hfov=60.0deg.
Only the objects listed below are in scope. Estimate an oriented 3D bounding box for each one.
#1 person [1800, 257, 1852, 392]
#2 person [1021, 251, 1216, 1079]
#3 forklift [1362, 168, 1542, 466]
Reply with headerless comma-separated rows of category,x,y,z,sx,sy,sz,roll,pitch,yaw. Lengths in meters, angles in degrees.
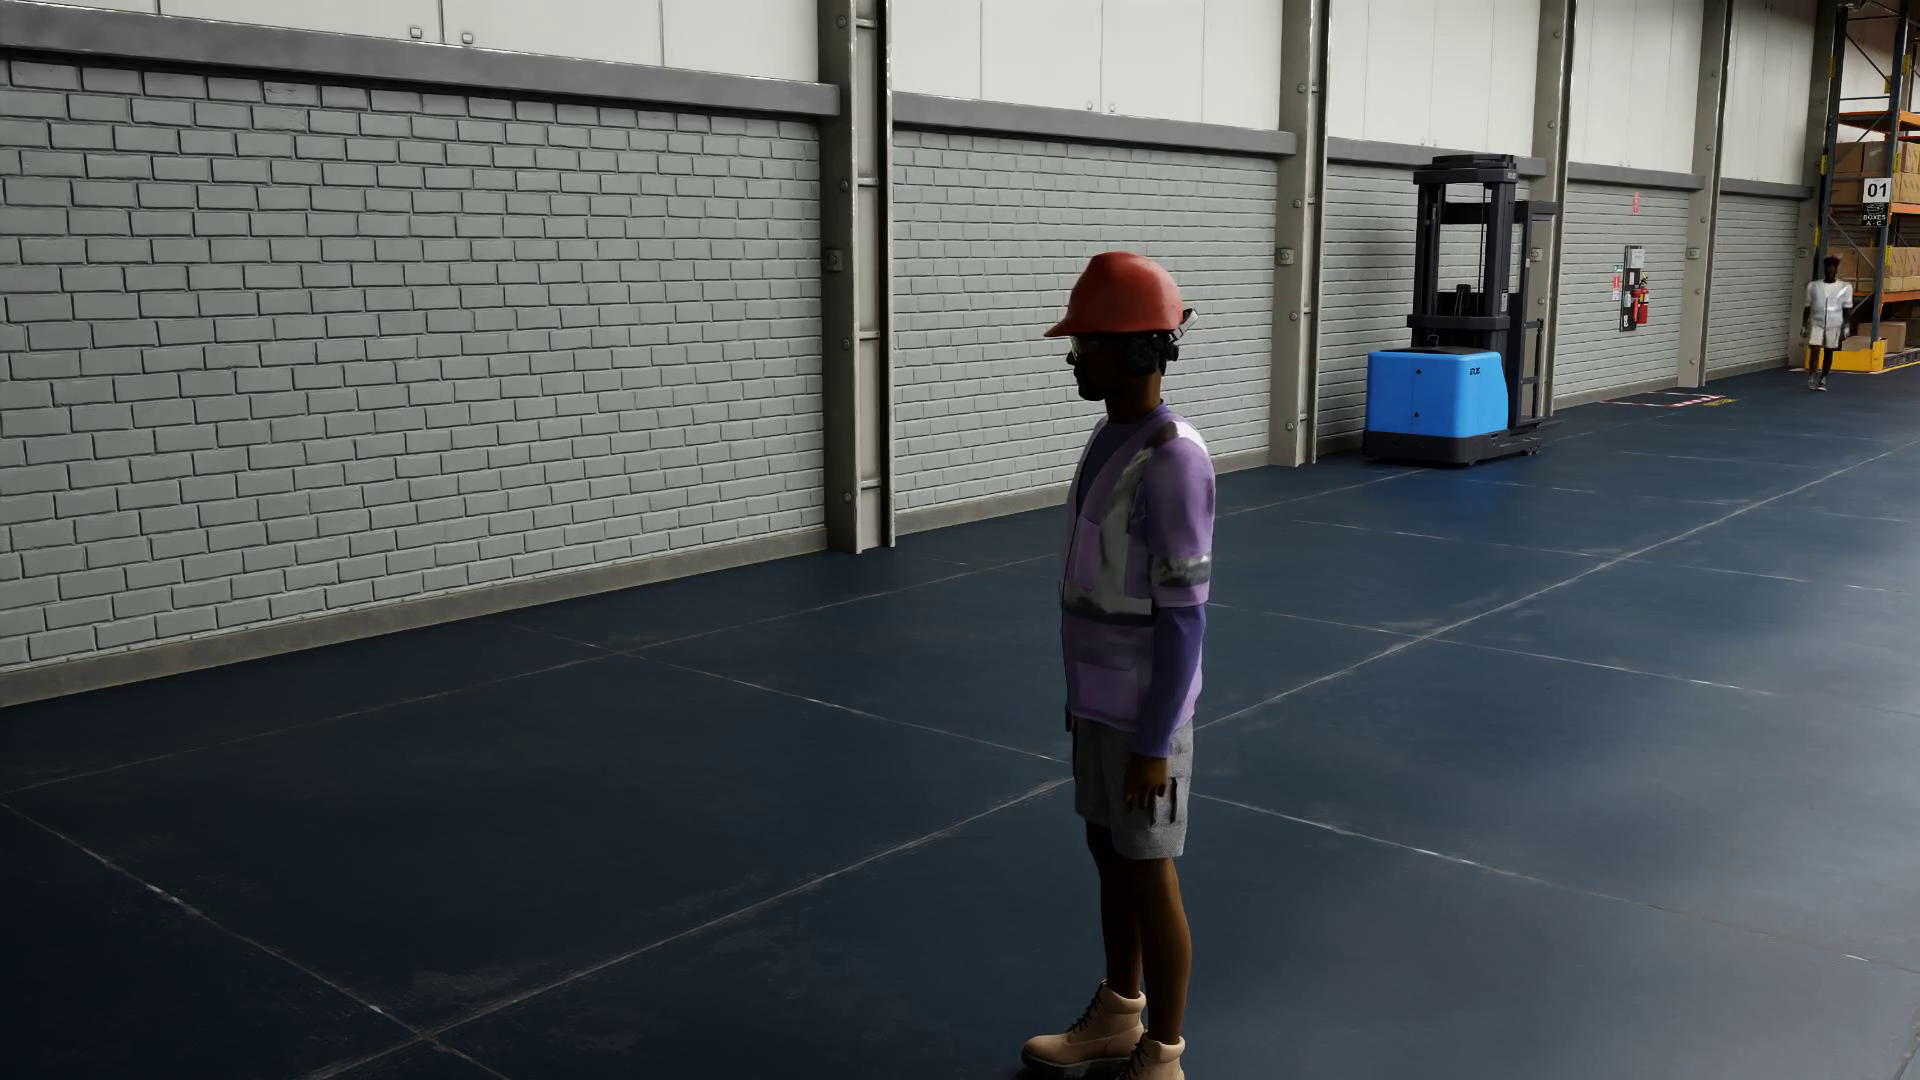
person,12.393,-3.077,23.808,0.633,1.913,1.005,5,11,28
person,0.371,0.363,3.886,0.371,2.044,0.608,-2,10,-13
forklift,4.875,-2.212,16.287,1.129,2.768,1.873,8,13,40
